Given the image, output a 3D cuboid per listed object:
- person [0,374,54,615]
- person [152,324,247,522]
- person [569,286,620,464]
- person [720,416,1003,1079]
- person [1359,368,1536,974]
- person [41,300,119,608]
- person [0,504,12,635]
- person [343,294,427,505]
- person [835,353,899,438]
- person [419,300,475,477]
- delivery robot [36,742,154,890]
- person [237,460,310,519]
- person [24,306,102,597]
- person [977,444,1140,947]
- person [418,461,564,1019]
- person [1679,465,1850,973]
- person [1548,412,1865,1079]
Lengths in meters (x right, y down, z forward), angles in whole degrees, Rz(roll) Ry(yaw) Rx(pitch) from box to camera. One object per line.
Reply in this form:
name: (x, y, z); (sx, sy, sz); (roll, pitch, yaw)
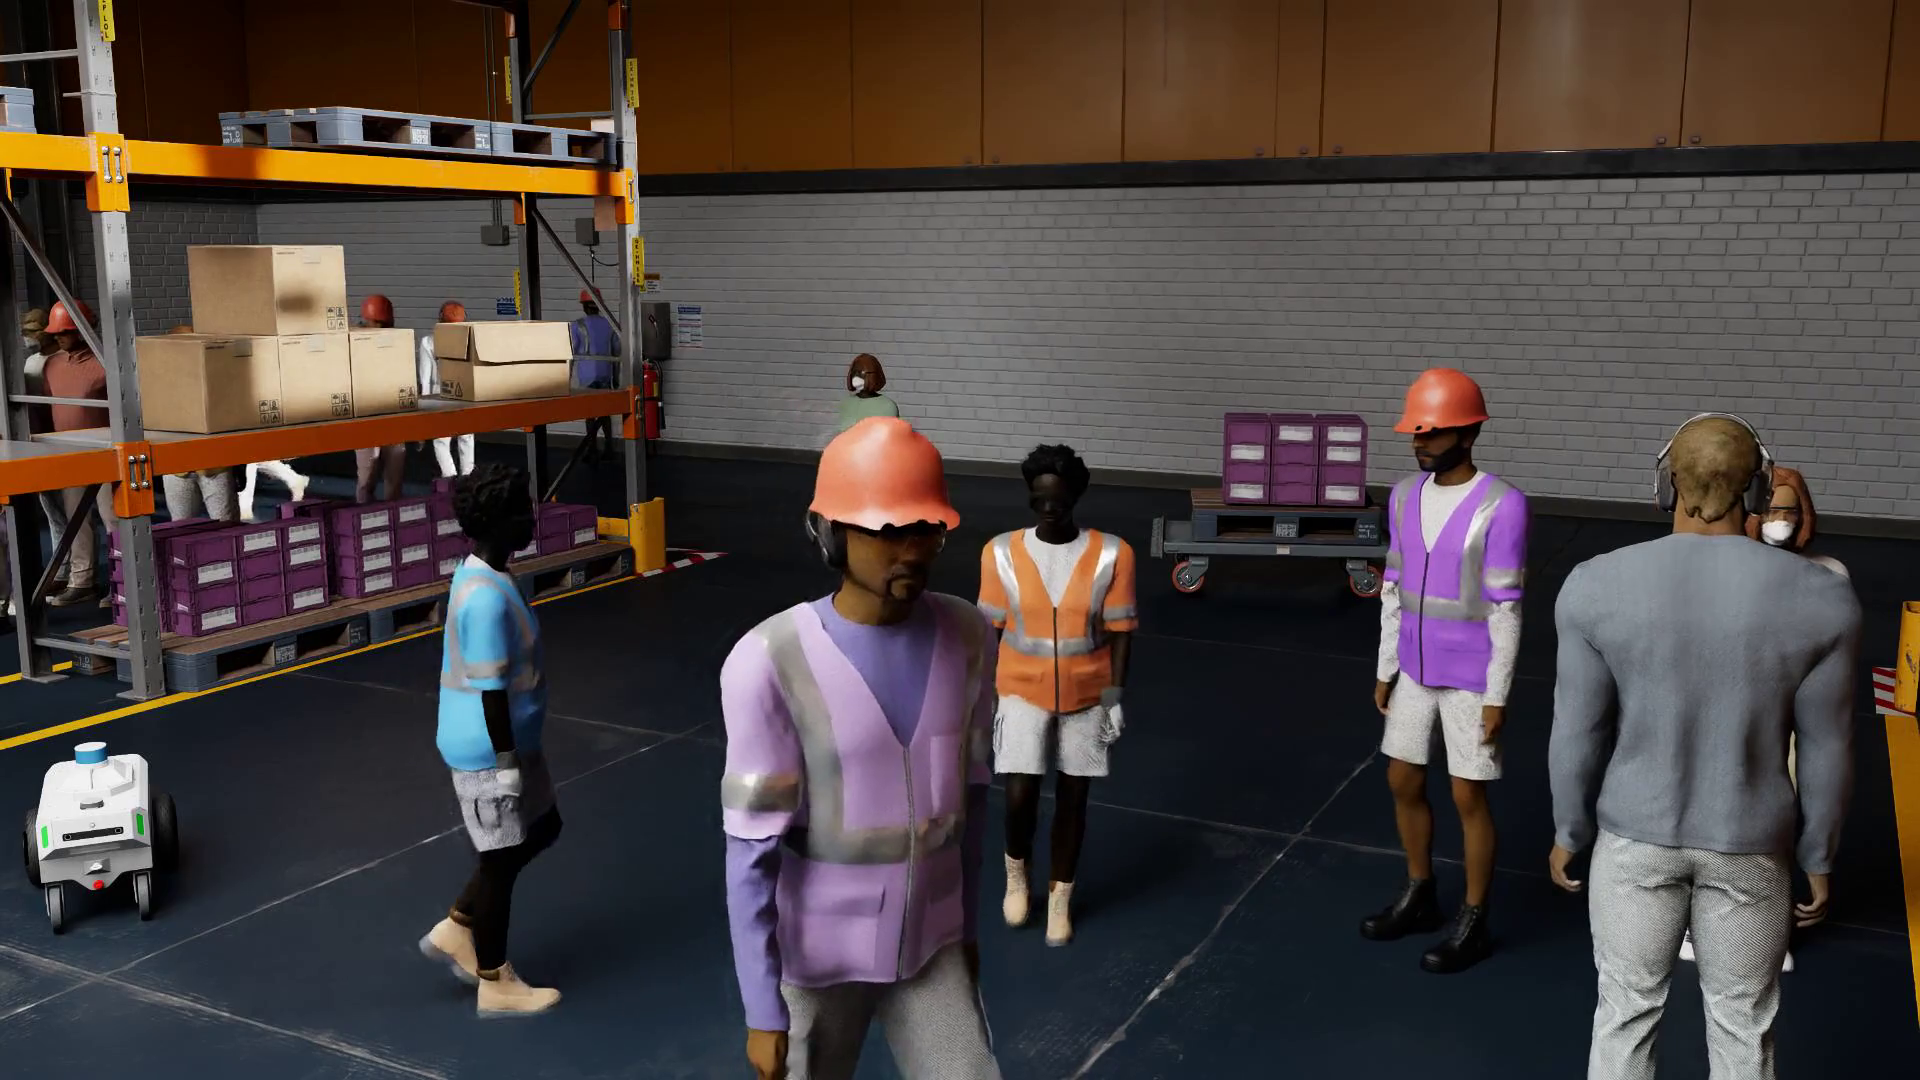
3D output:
person: (-6.044, -0.478, 10.581); (0.400, 1.906, 0.672); (-2, 10, -9)
person: (-4.880, -0.459, 10.652); (0.632, 1.837, 0.430); (-1, 10, -5)
person: (-3.986, -1.779, 17.998); (0.562, 1.927, 0.449); (-8, 13, -38)
person: (-0.166, 0.752, 3.192); (0.625, 1.990, 1.025); (-6, 11, -31)
person: (1.537, 0.418, 5.310); (0.399, 1.926, 0.545); (-6, 12, -32)
person: (-5.618, -0.546, 10.691); (0.608, 1.987, 0.391); (2, 10, 10)
person: (-5.929, -0.323, 9.855); (0.603, 1.828, 0.404); (0, 10, 0)
person: (-4.356, -0.857, 12.518); (0.648, 1.971, 0.459); (-6, 12, -32)
person: (-0.615, -0.395, 10.833); (0.498, 1.636, 0.286); (7, 12, 34)
person: (-4.429, -1.166, 14.619); (0.591, 1.872, 0.576); (-4, 11, -24)
delivery robot: (-3.044, 0.957, 5.862); (0.477, 0.478, 0.707); (-5, 11, -25)
person: (-6.043, -1.085, 14.322); (0.734, 1.819, 0.633); (-6, 12, -33)
person: (-5.922, -0.560, 10.918); (0.631, 1.939, 0.372); (6, 12, 32)
person: (0.317, 0.514, 5.439); (0.537, 1.676, 0.372); (1, 10, 3)
person: (-1.364, 0.602, 4.912); (0.382, 1.681, 0.553); (-2, 10, -13)
person: (2.518, 0.569, 5.285); (0.497, 1.628, 0.287); (3, 10, 17)
person: (1.640, 0.682, 3.739); (0.627, 1.933, 0.371); (4, 11, 22)
